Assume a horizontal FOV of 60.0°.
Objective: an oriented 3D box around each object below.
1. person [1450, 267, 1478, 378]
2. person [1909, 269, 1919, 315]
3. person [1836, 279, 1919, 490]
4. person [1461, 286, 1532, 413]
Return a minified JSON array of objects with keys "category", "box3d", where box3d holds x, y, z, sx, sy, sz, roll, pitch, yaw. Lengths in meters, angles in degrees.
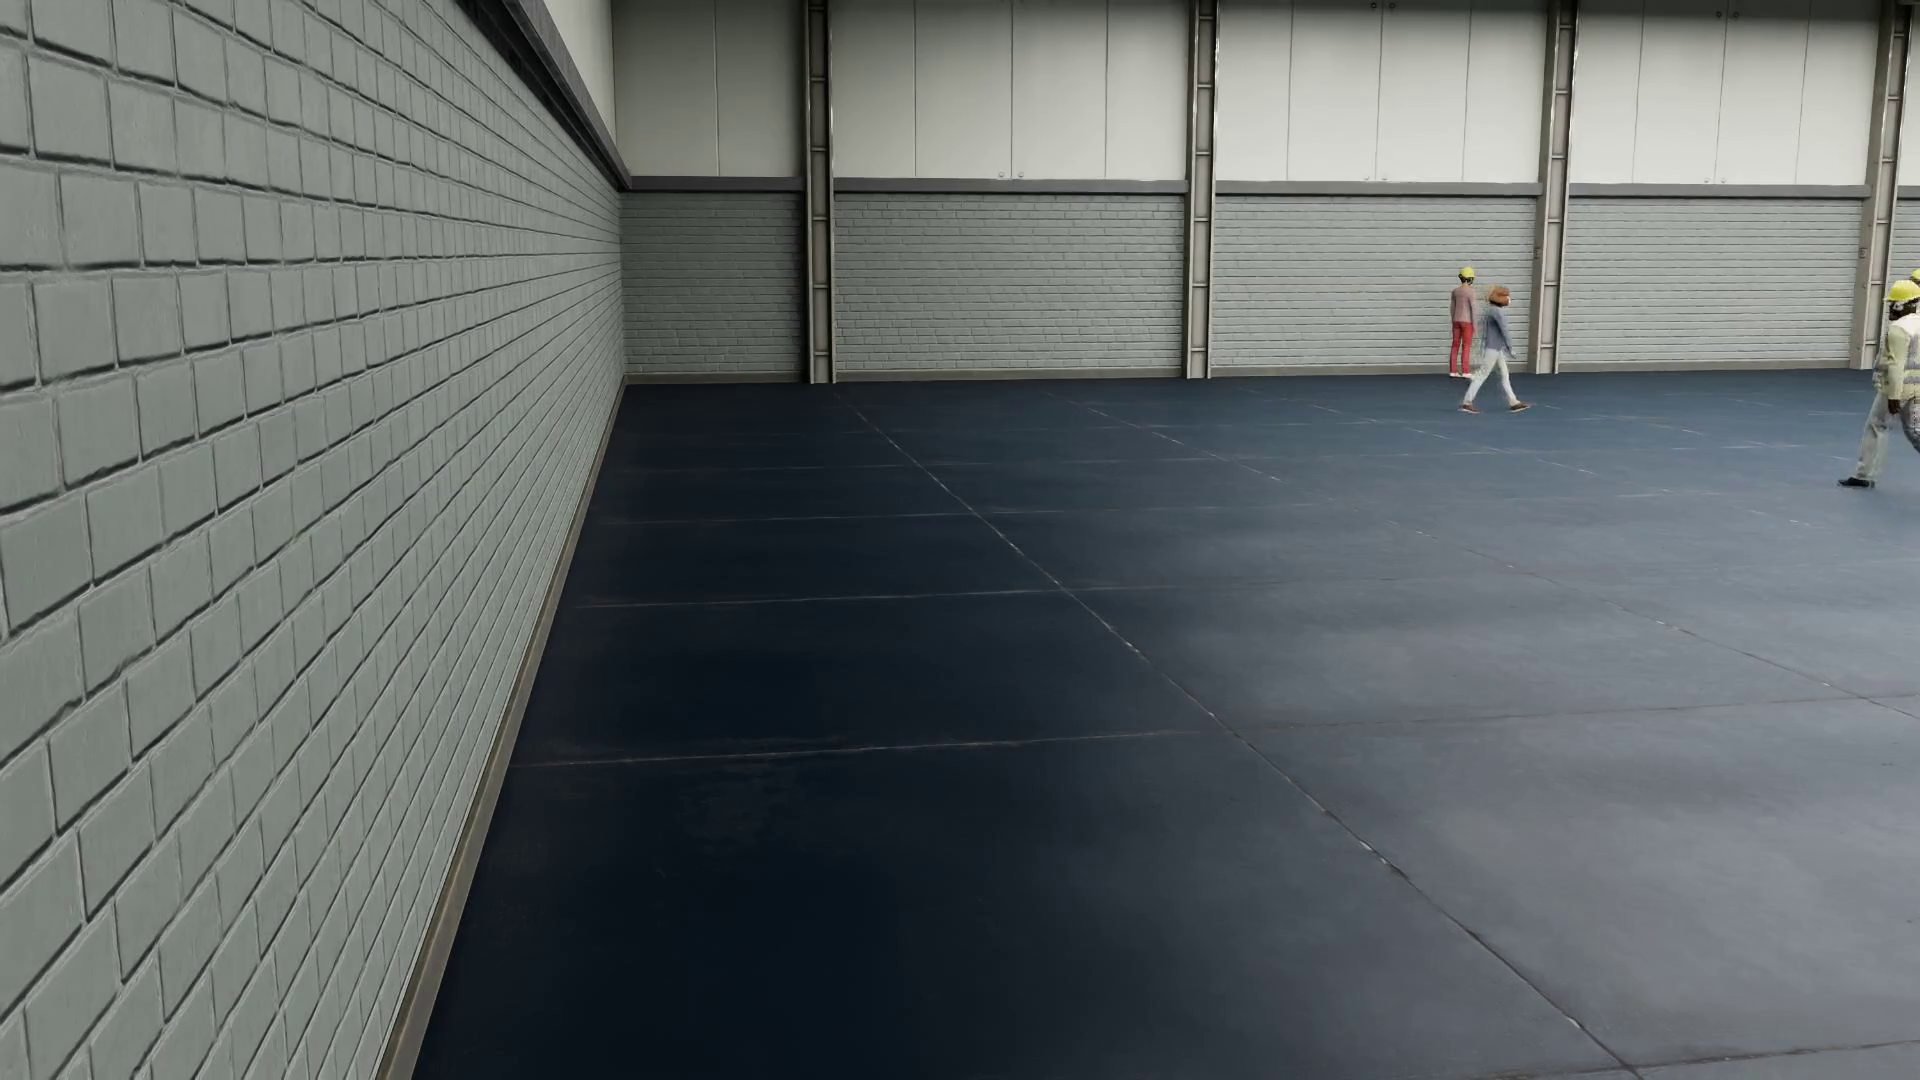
[{"category":"person","box3d":[8.056,-3.461,26.559,0.313,1.769,0.525,-5,11,-29]},{"category":"person","box3d":[13.908,-3.060,24.247,0.321,1.769,0.523,-5,11,-26]},{"category":"person","box3d":[7.930,-1.275,13.903,0.606,1.800,0.892,-7,12,-36]},{"category":"person","box3d":[6.727,-2.374,20.823,0.879,1.586,0.513,2,10,10]}]
